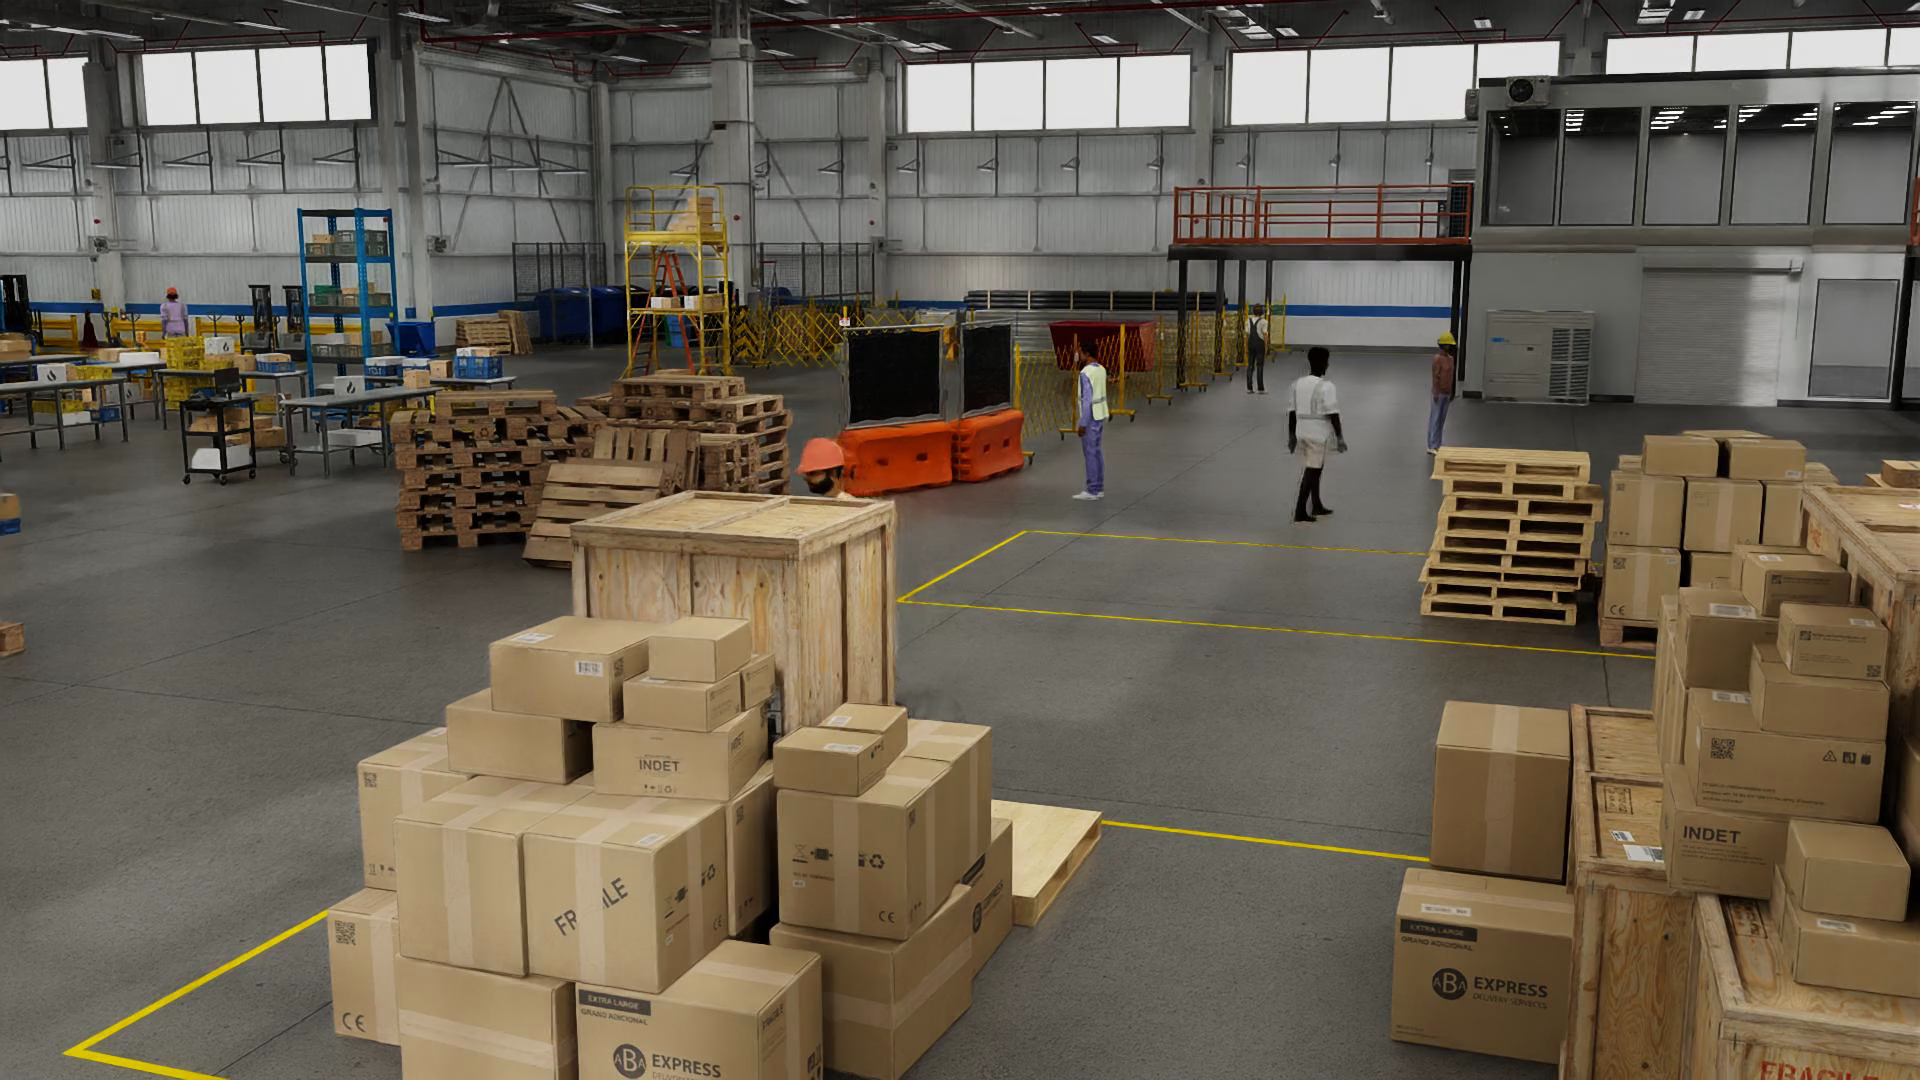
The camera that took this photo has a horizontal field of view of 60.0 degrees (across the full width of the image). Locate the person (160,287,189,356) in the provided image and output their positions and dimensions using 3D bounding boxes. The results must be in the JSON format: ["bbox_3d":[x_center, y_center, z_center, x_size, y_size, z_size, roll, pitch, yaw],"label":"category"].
[{"bbox_3d":[-18.448,-4.912,39.091,0.605,2.045,0.381,-8,13,-38],"label":"person"}]

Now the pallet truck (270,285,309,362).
[{"bbox_3d":[-17.147,-5.700,43.663,0.823,1.965,1.885,3,11,17],"label":"pallet truck"}]

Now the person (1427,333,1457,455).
[{"bbox_3d":[7.025,-2.126,24.182,0.324,1.769,0.523,10,14,43],"label":"person"}]

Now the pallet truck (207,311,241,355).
[{"bbox_3d":[-19.537,-5.575,44.913,0.653,1.274,1.630,3,11,19],"label":"pallet truck"}]

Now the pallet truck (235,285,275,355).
[{"bbox_3d":[-18.327,-5.835,44.421,0.823,1.965,1.885,4,11,23],"label":"pallet truck"}]

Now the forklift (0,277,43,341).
[{"bbox_3d":[-27.151,-6.329,46.328,1.157,1.987,2.680,3,11,17],"label":"forklift"}]

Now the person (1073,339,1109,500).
[{"bbox_3d":[1.580,-1.424,19.877,0.370,1.891,0.596,4,11,23],"label":"person"}]

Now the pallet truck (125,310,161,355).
[{"bbox_3d":[-22.038,-5.665,45.457,0.704,1.261,1.522,3,11,17],"label":"pallet truck"}]

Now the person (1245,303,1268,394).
[{"bbox_3d":[6.050,-3.889,33.891,0.507,1.847,0.343,8,13,39],"label":"person"}]

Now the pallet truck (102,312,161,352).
[{"bbox_3d":[-23.057,-5.777,46.261,0.680,1.201,1.601,3,11,19],"label":"pallet truck"}]

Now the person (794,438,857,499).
[{"bbox_3d":[-0.755,0.357,9.762,0.408,1.920,0.585,-6,12,-32],"label":"person"}]

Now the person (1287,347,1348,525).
[{"bbox_3d":[3.952,-1.137,18.137,0.817,1.935,0.613,-5,11,-26],"label":"person"}]
